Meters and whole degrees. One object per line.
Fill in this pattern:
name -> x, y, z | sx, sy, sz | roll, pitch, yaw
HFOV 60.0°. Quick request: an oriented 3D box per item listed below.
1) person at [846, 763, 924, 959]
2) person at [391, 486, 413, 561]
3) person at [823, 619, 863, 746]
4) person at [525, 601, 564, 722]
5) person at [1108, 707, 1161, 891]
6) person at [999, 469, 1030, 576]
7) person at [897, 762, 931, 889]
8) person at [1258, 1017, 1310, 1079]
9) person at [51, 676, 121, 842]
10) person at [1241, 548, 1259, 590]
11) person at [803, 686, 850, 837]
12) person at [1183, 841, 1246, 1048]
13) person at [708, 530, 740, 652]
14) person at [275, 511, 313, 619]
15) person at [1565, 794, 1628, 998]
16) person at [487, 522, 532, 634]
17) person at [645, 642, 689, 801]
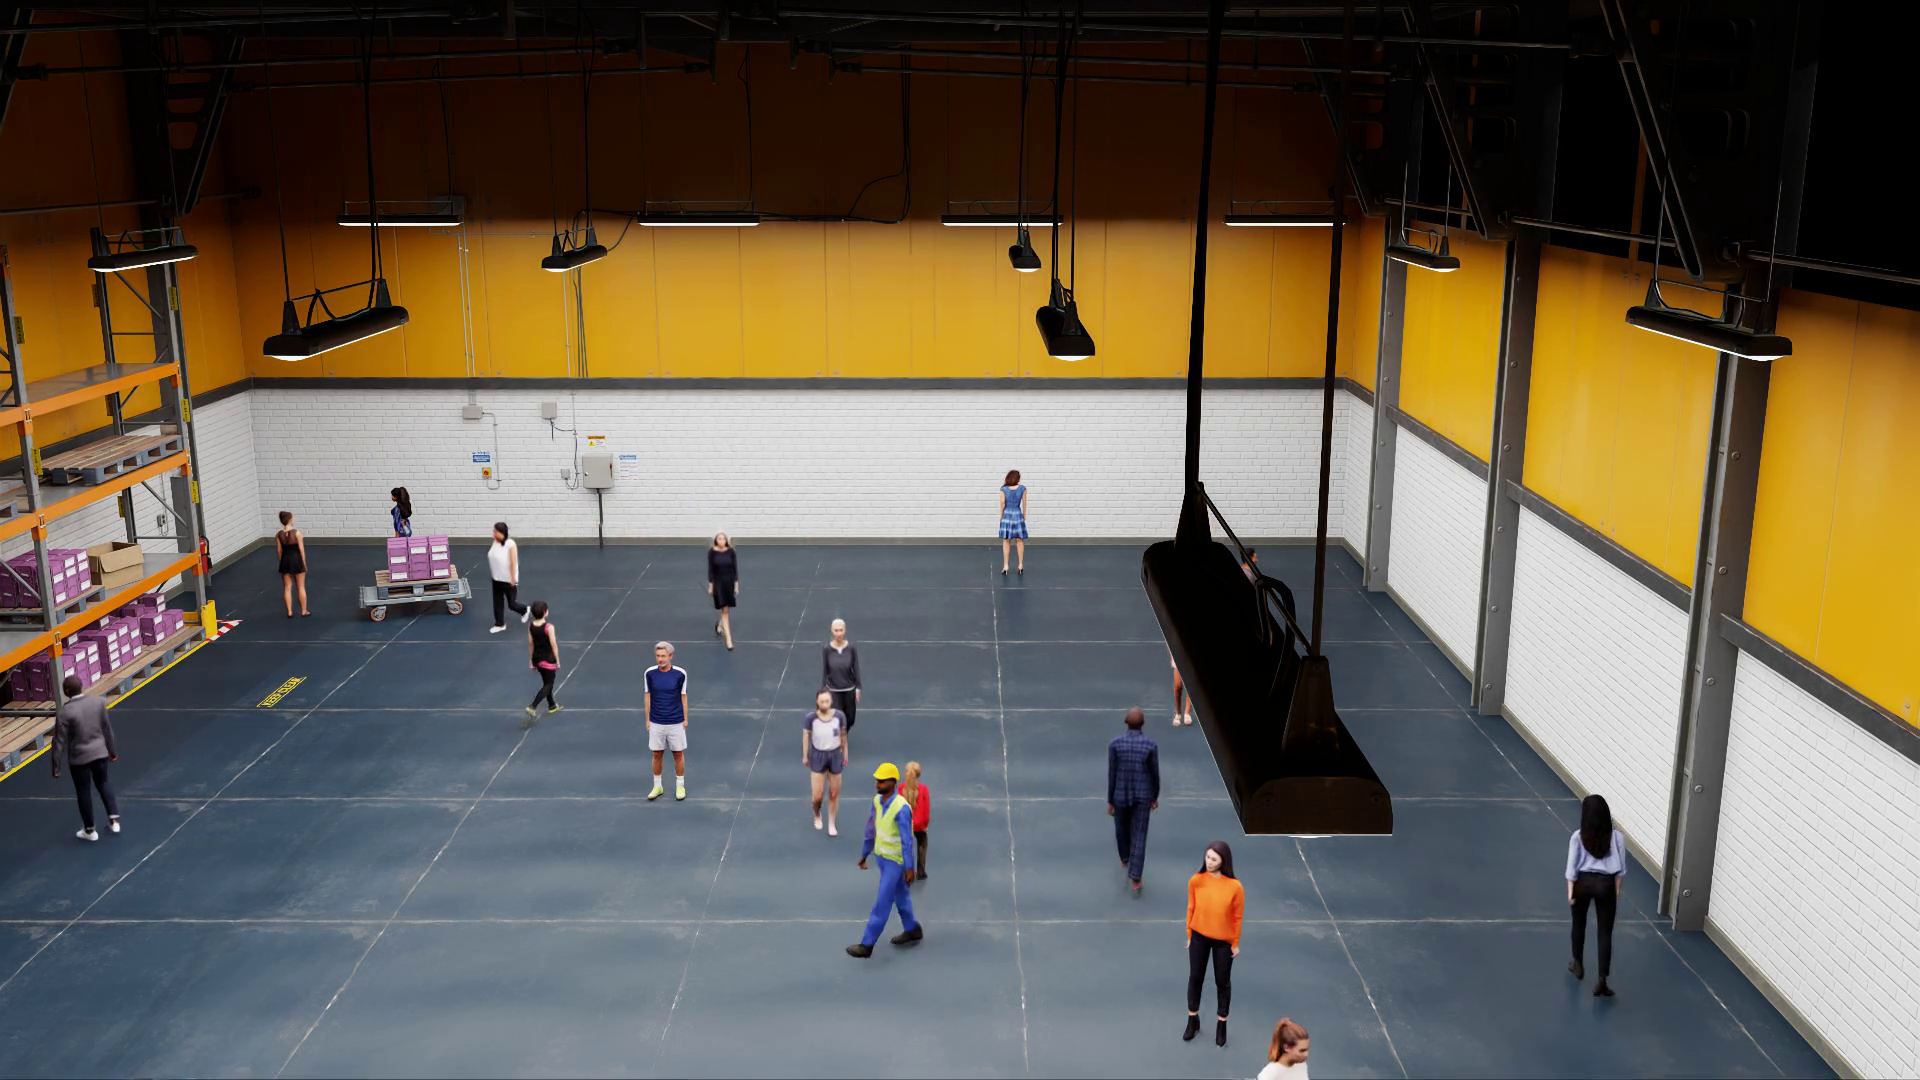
person -> -0.543, 2.874, 15.068 | 1.122, 1.778, 1.153 | -9, 16, -33
person -> -9.271, -0.102, 27.697 | 0.655, 1.619, 0.470 | 0, 14, 0
person -> -1.425, 1.757, 19.836 | 0.711, 1.705, 1.018 | -2, 14, -8
person -> -5.312, 1.544, 21.089 | 0.848, 1.529, 1.053 | 7, 15, 27
person -> 1.703, 2.570, 16.338 | 0.751, 1.771, 1.196 | 2, 14, 7
person -> 0.895, -0.314, 28.176 | 0.703, 1.804, 0.620 | -2, 14, -10
person -> -0.477, 2.820, 16.372 | 0.511, 1.269, 0.549 | 1, 14, 4
person -> 2.018, 3.914, 10.917 | 0.782, 1.709, 0.839 | -11, 17, -38
person -> -9.102, 2.291, 17.402 | 0.943, 1.812, 0.835 | 10, 17, 36
person -> 3.925, 0.970, 22.956 | 0.702, 1.765, 0.466 | -7, 15, -27
person -> -1.426, 2.320, 17.654 | 0.680, 1.637, 0.670 | -4, 14, -16
person -> 2.064, 3.254, 13.559 | 0.695, 1.749, 0.683 | 6, 15, 22
person -> -3.451, 0.703, 24.212 | 0.854, 1.694, 1.245 | -5, 14, -18
person -> -10.293, 0.373, 25.607 | 0.574, 1.679, 0.563 | -1, 14, -2
person -> 5.494, 3.077, 14.352 | 0.764, 1.720, 0.901 | 3, 14, 14
person -> -6.790, 0.544, 24.917 | 0.928, 1.670, 1.009 | 11, 17, 38
person -> -3.271, 1.997, 18.561 | 0.626, 1.838, 0.533 | 0, 14, 1
